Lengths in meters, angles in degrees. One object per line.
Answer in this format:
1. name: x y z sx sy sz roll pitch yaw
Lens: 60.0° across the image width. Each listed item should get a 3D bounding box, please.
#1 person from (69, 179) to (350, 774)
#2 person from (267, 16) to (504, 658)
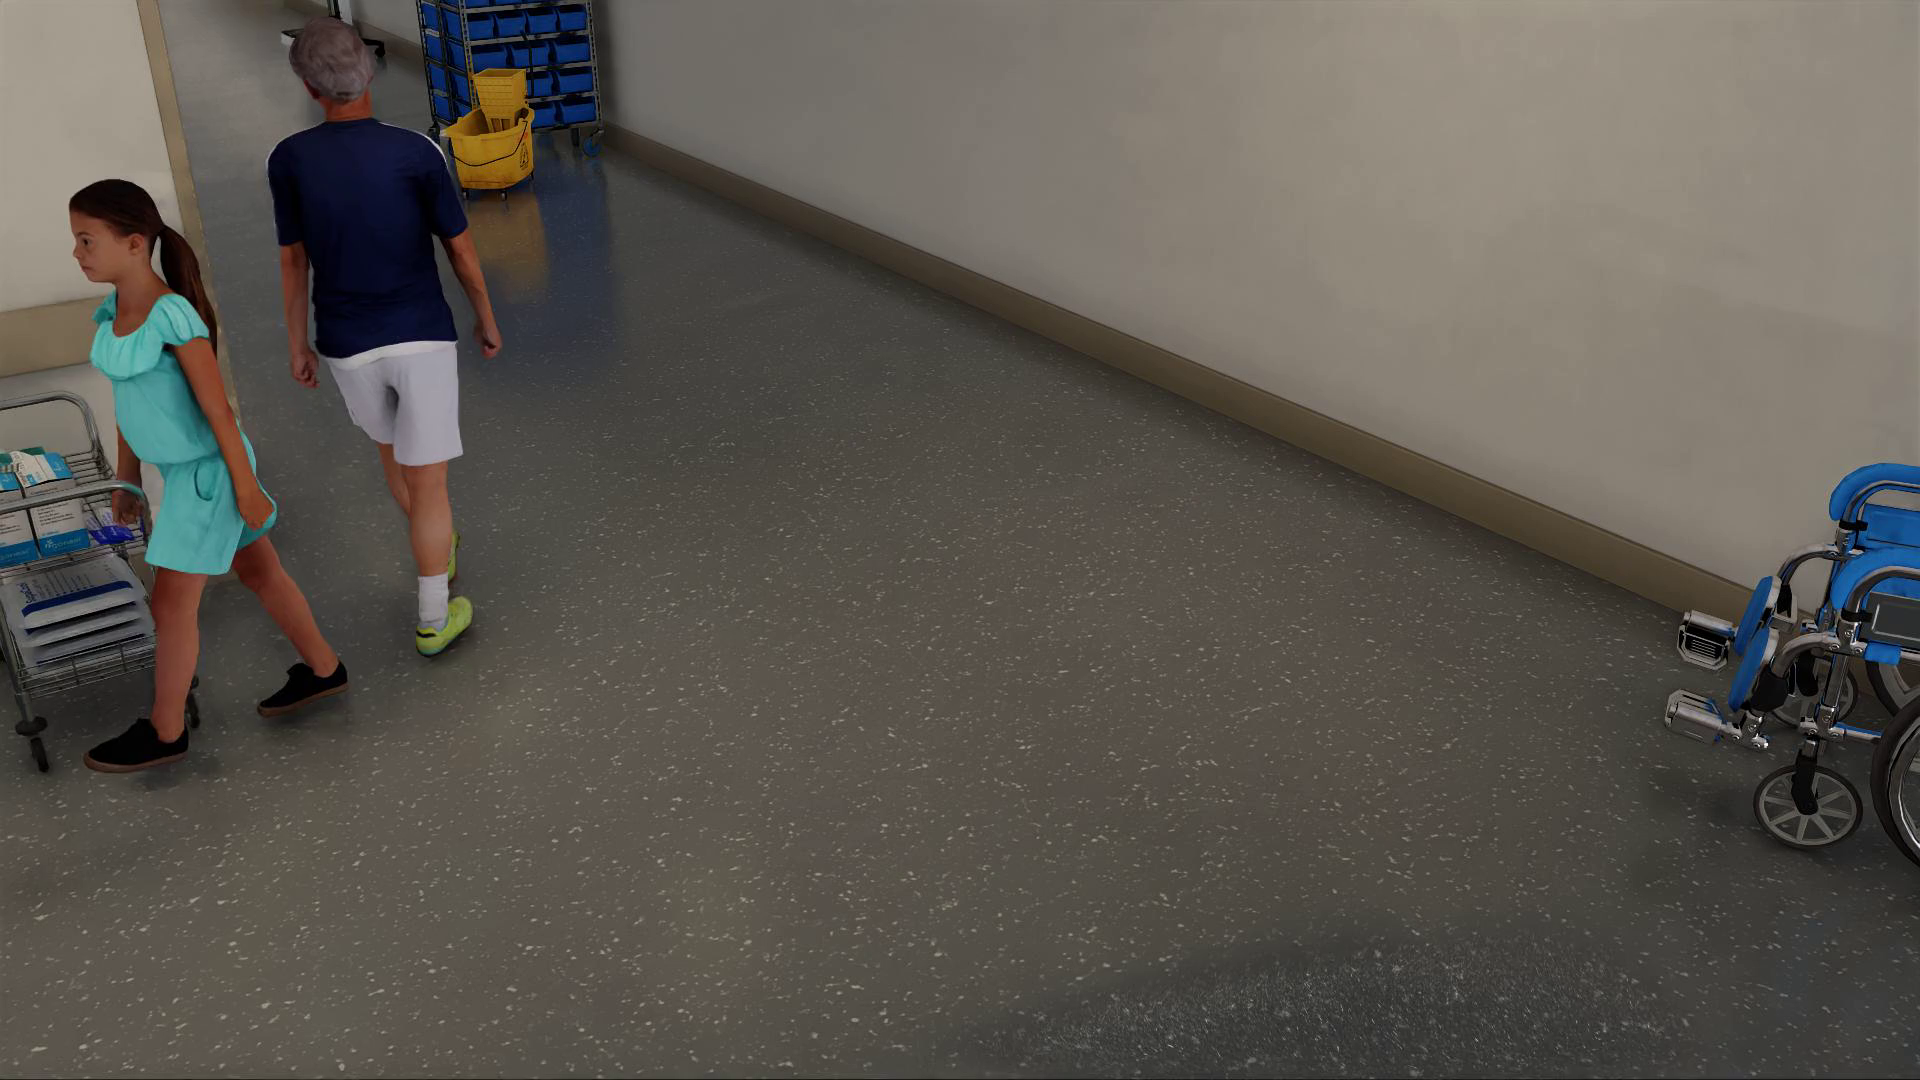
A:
1. person: -1.917 -0.179 4.357 0.978 1.520 0.636 -23 34 -39
2. person: -1.653 -0.518 4.743 1.053 1.796 1.055 0 26 -1
